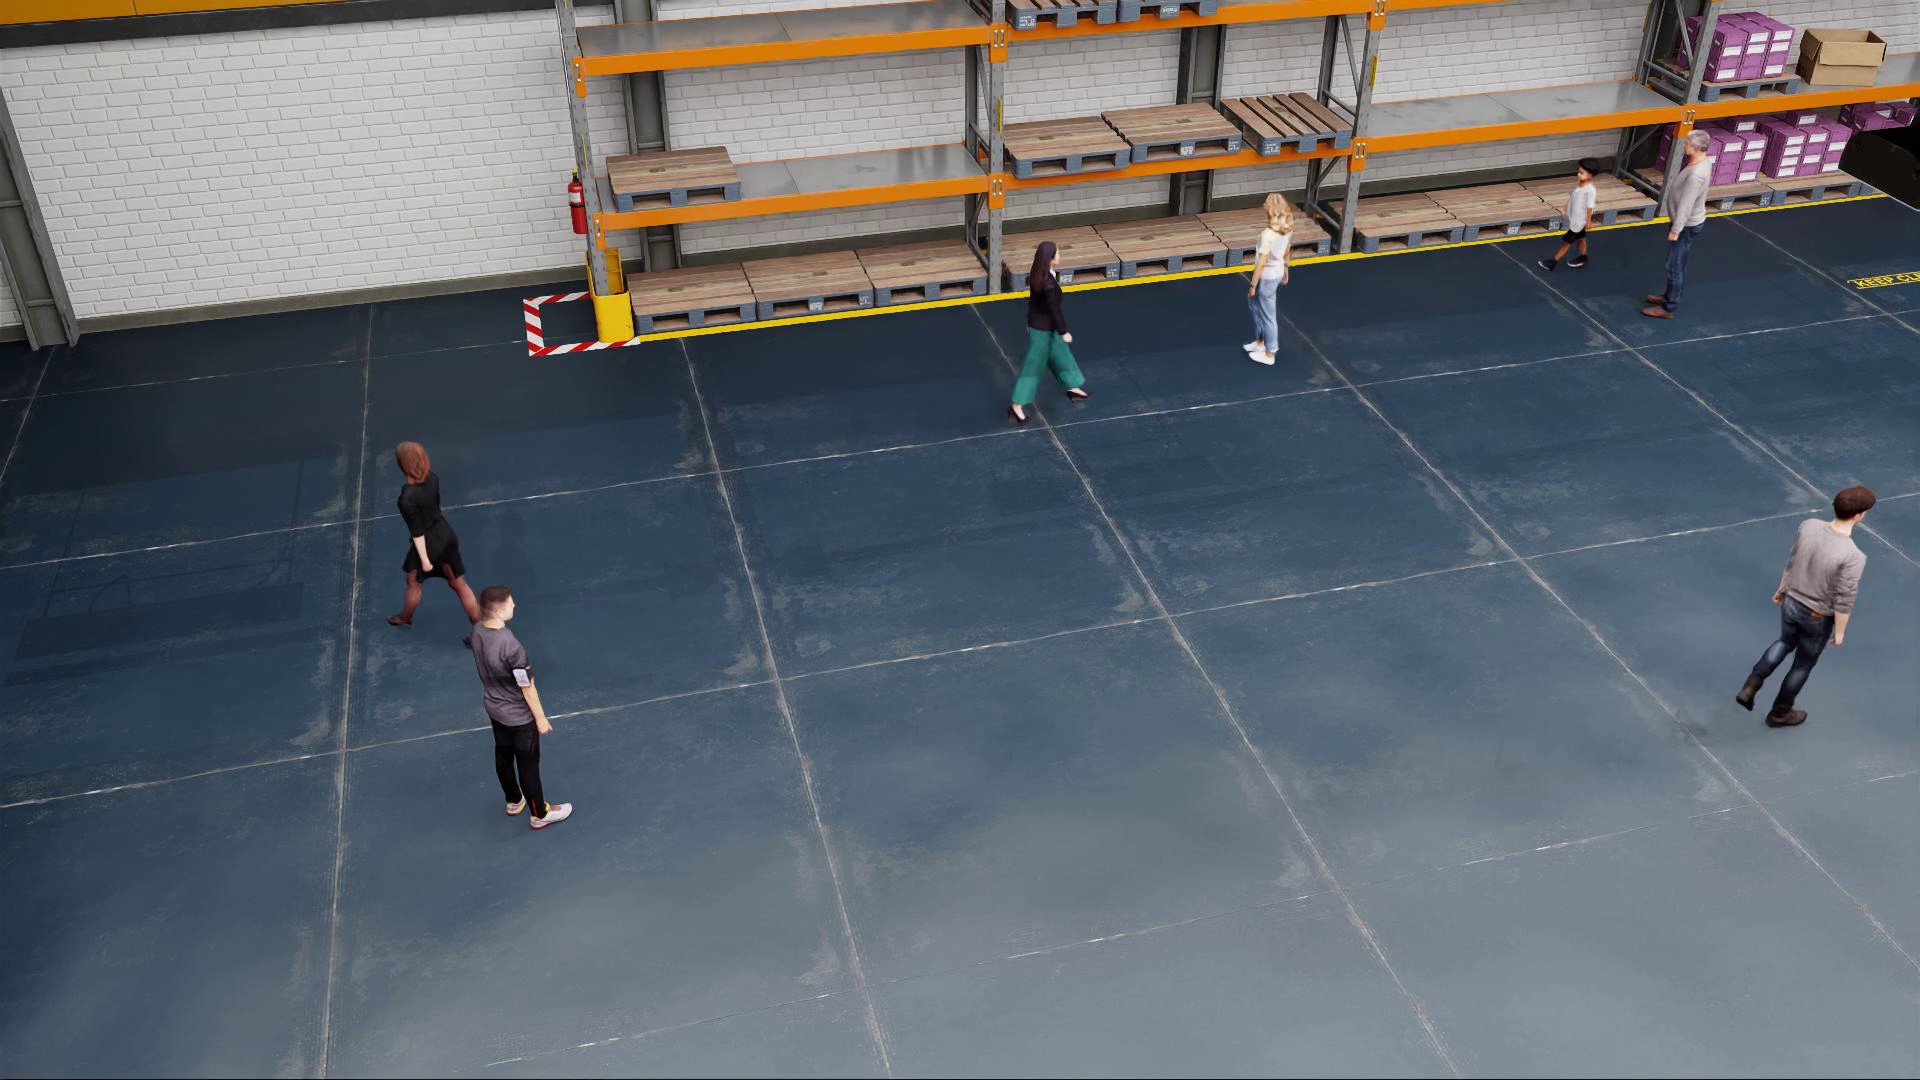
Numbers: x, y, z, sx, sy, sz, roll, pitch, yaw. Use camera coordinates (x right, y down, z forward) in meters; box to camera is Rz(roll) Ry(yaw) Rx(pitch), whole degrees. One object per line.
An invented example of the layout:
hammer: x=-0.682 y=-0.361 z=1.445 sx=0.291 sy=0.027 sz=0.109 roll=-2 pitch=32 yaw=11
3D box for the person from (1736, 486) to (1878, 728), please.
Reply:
person: x=5.592 y=0.486 z=11.089 sx=0.809 sy=1.888 sz=0.747 roll=-13 pitch=36 yaw=-18

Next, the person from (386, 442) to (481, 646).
person: x=-3.686 y=0.076 z=11.907 sx=1.132 sy=1.664 sz=0.952 roll=9 pitch=35 yaw=14

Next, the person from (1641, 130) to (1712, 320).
person: x=7.212 y=-3.145 z=16.539 sx=0.875 sy=1.903 sz=0.831 roll=15 pitch=36 yaw=21

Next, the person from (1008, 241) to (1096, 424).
person: x=0.650 y=-1.786 z=14.678 sx=1.080 sy=1.698 sz=0.637 roll=-6 pitch=34 yaw=-9

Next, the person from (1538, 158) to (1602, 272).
person: x=6.594 y=-3.425 z=17.575 sx=0.849 sy=1.220 sz=0.519 roll=-7 pitch=34 yaw=-11

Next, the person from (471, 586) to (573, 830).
person: x=-2.795 y=1.046 z=10.361 sx=0.725 sy=1.760 sz=0.747 roll=24 pitch=41 yaw=32

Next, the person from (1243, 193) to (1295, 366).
person: x=2.979 y=-2.416 z=15.612 sx=0.846 sy=1.712 sz=0.775 roll=21 pitch=39 yaw=29
